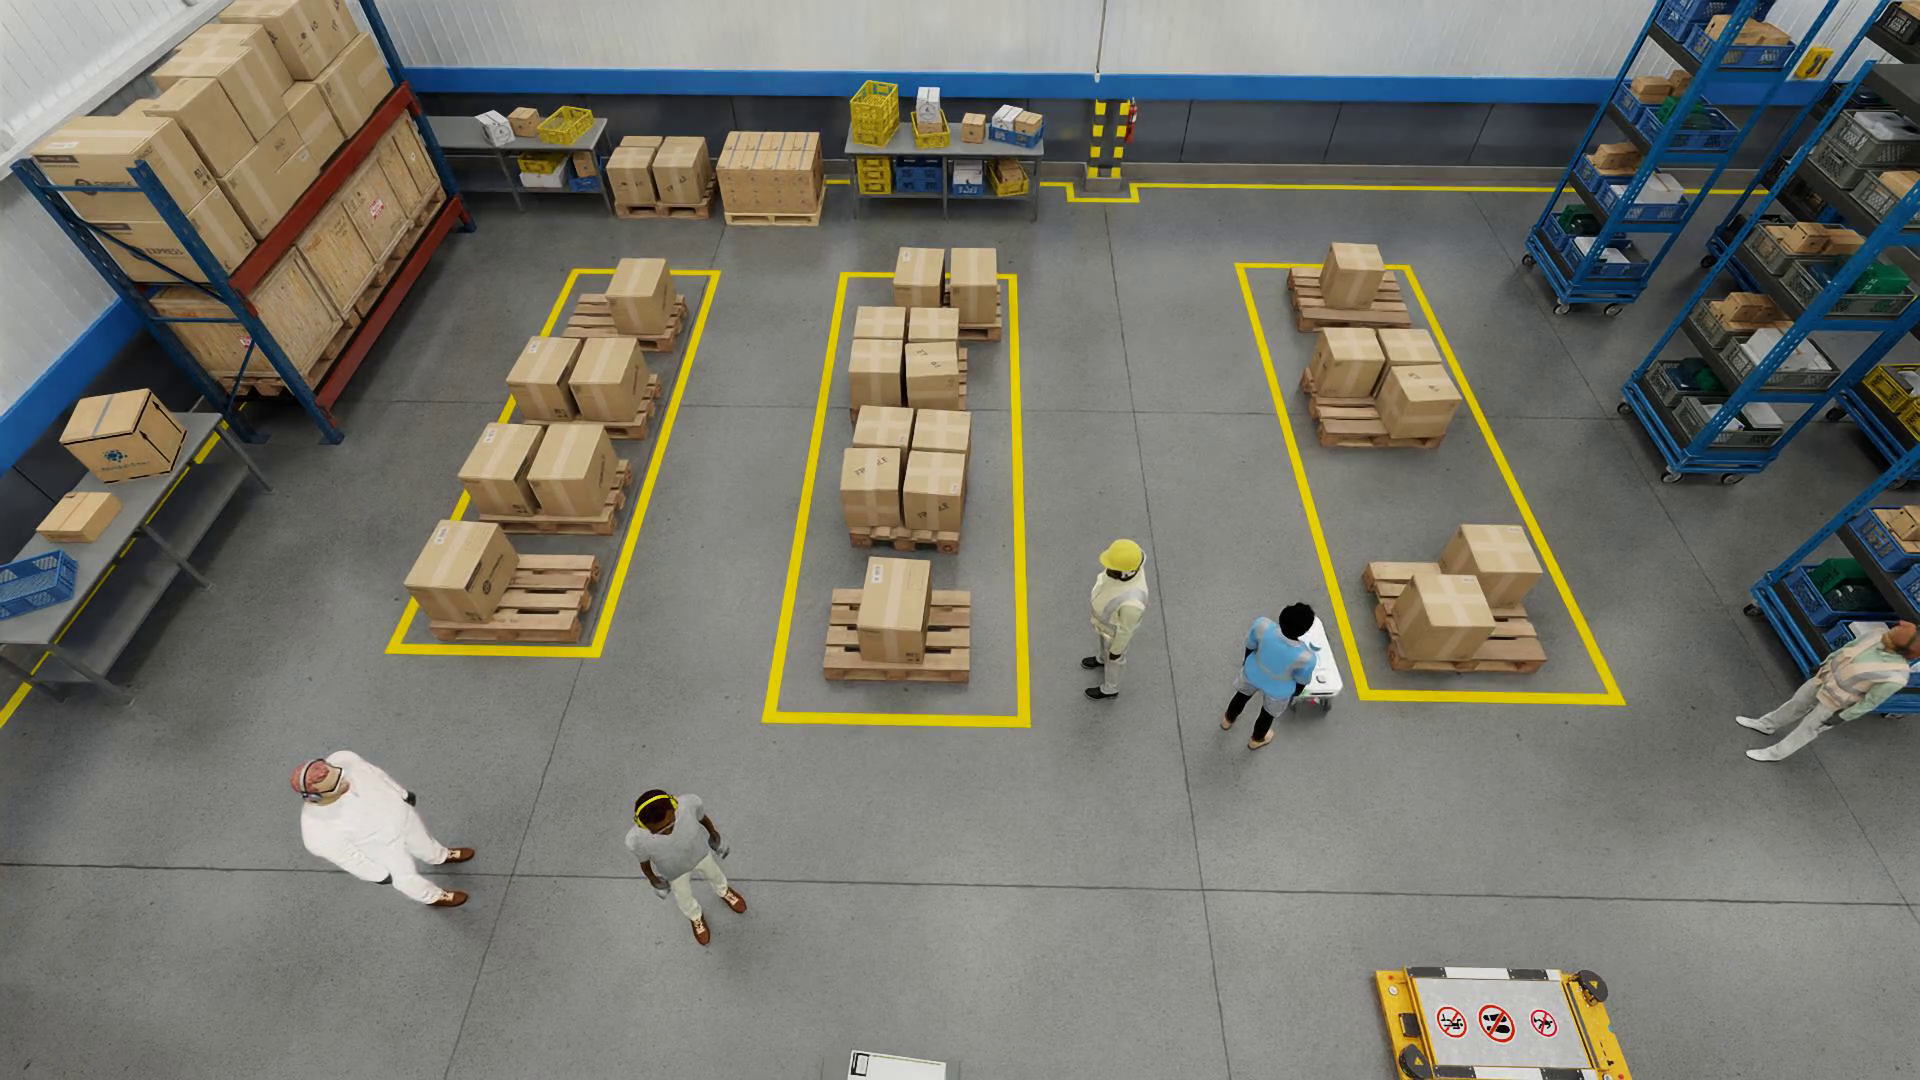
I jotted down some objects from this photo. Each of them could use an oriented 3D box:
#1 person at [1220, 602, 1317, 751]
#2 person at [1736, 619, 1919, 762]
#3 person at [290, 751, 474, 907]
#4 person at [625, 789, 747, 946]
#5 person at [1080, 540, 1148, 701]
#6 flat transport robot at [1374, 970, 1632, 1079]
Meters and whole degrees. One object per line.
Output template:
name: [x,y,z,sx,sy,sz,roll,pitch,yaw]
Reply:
person: [2.281,1.003,6.734,0.318,1.700,0.535,-36,59,-26]
person: [6.367,1.112,6.685,0.309,1.636,0.522,13,52,10]
person: [-3.691,1.880,5.896,0.402,1.901,0.647,-6,51,-4]
person: [-1.713,2.033,5.785,0.519,1.873,0.328,-34,59,-25]
person: [1.172,0.606,6.982,0.403,1.825,0.595,-1,51,-1]
flat transport robot: [3.501,3.133,5.914,1.431,0.197,0.652,1,51,1]
